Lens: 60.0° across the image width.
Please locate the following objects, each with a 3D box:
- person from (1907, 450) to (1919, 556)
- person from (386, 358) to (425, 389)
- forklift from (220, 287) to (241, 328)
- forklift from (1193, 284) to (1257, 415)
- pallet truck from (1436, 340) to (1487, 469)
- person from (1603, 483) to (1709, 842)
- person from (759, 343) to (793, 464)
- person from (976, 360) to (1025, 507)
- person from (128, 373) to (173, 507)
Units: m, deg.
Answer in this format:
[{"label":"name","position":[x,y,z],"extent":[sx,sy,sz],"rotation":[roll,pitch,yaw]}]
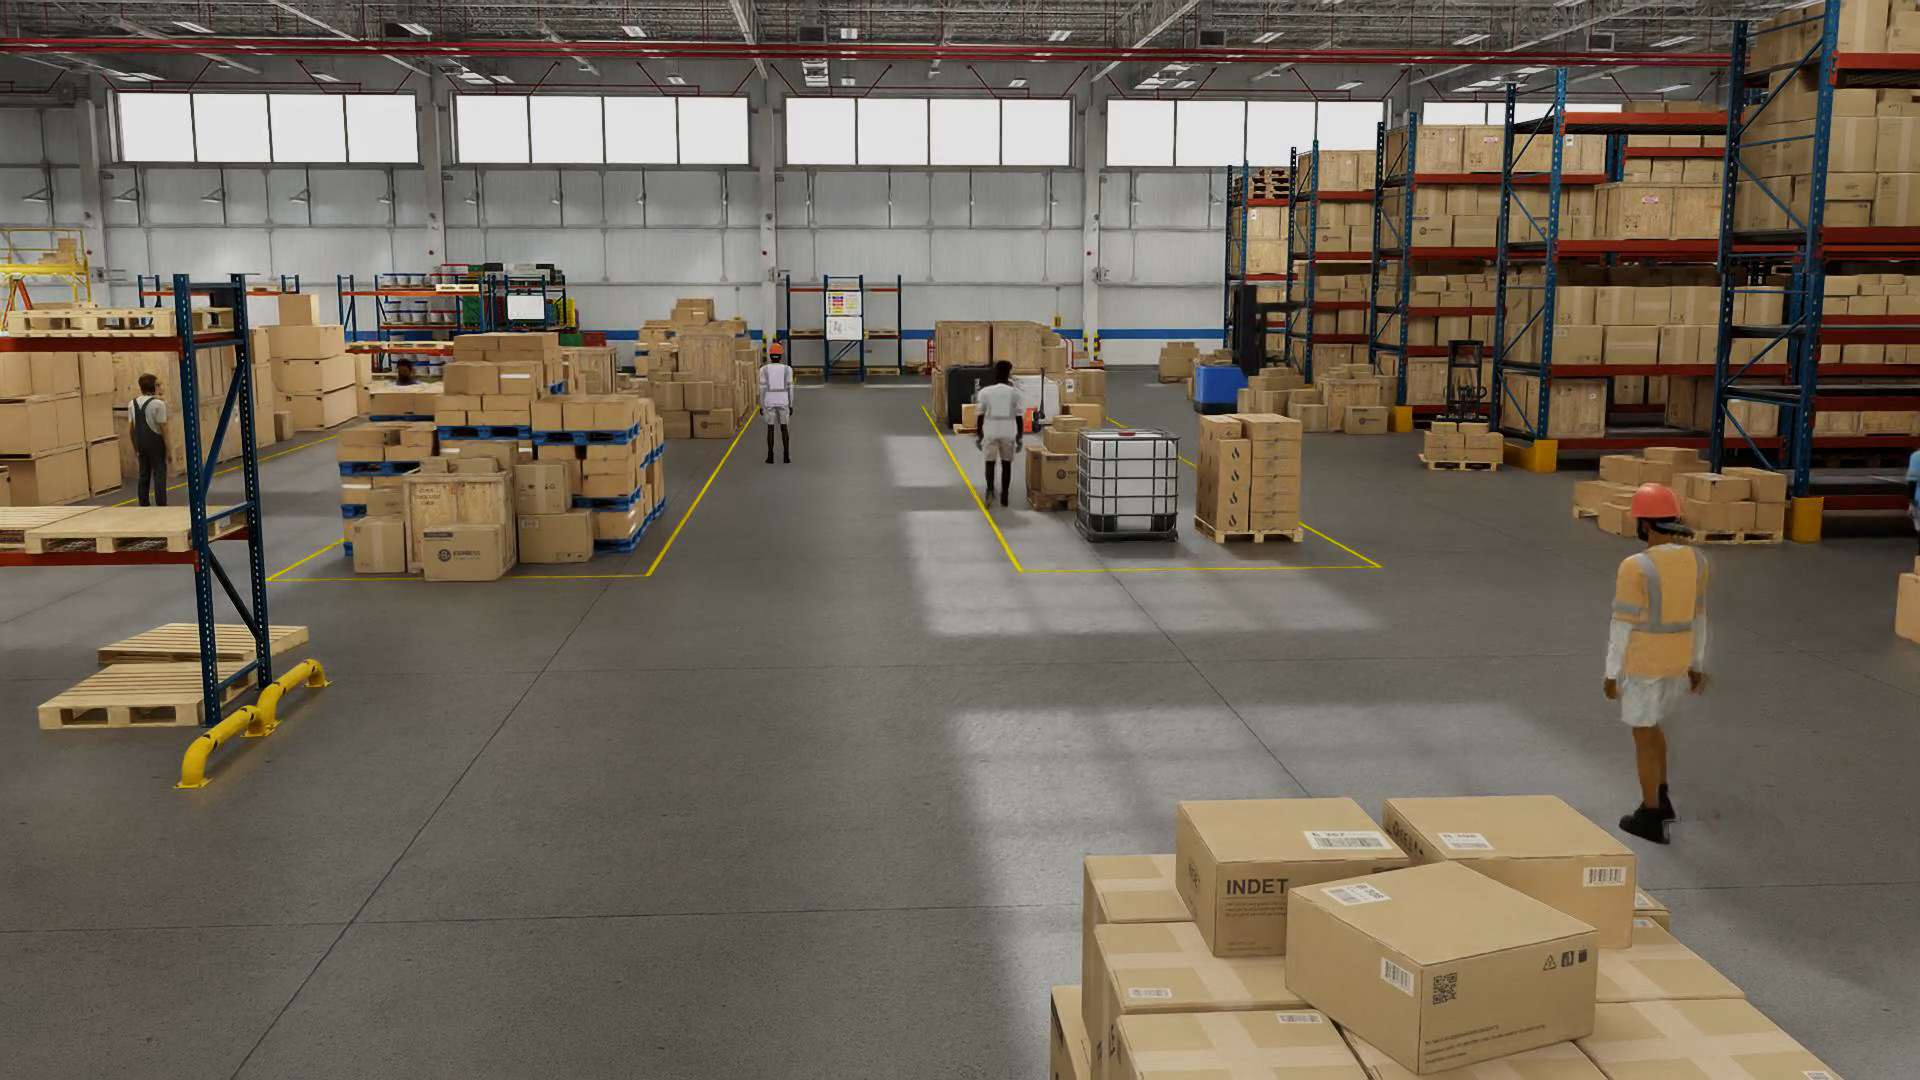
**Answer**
[{"label":"person","position":[9.359,-0.326,15.927],"extent":[0.542,1.639,0.877],"rotation":[5,10,28]},{"label":"person","position":[-7.503,-1.515,22.625],"extent":[0.592,1.904,0.470],"rotation":[-1,9,-3]},{"label":"forklift","position":[-16.642,-4.472,38.109],"extent":[1.873,2.768,1.129],"rotation":[-5,10,-30]},{"label":"forklift","position":[6.034,-4.068,35.576],"extent":[1.873,2.768,1.129],"rotation":[-1,9,-4]},{"label":"pallet truck","position":[8.004,-2.170,26.422],"extent":[0.823,1.965,1.885],"rotation":[2,9,14]},{"label":"person","position":[3.709,0.650,8.948],"extent":[0.583,1.918,0.497],"rotation":[-4,10,-22]},{"label":"person","position":[-2.957,-2.192,26.747],"extent":[0.553,1.935,0.362],"rotation":[-2,9,-13]},{"label":"person","position":[0.521,-1.362,21.579],"extent":[0.638,1.930,0.707],"rotation":[0,9,3]},{"label":"person","position":[-9.782,-1.092,20.136],"extent":[0.515,1.842,0.326],"rotation":[2,9,14]}]
